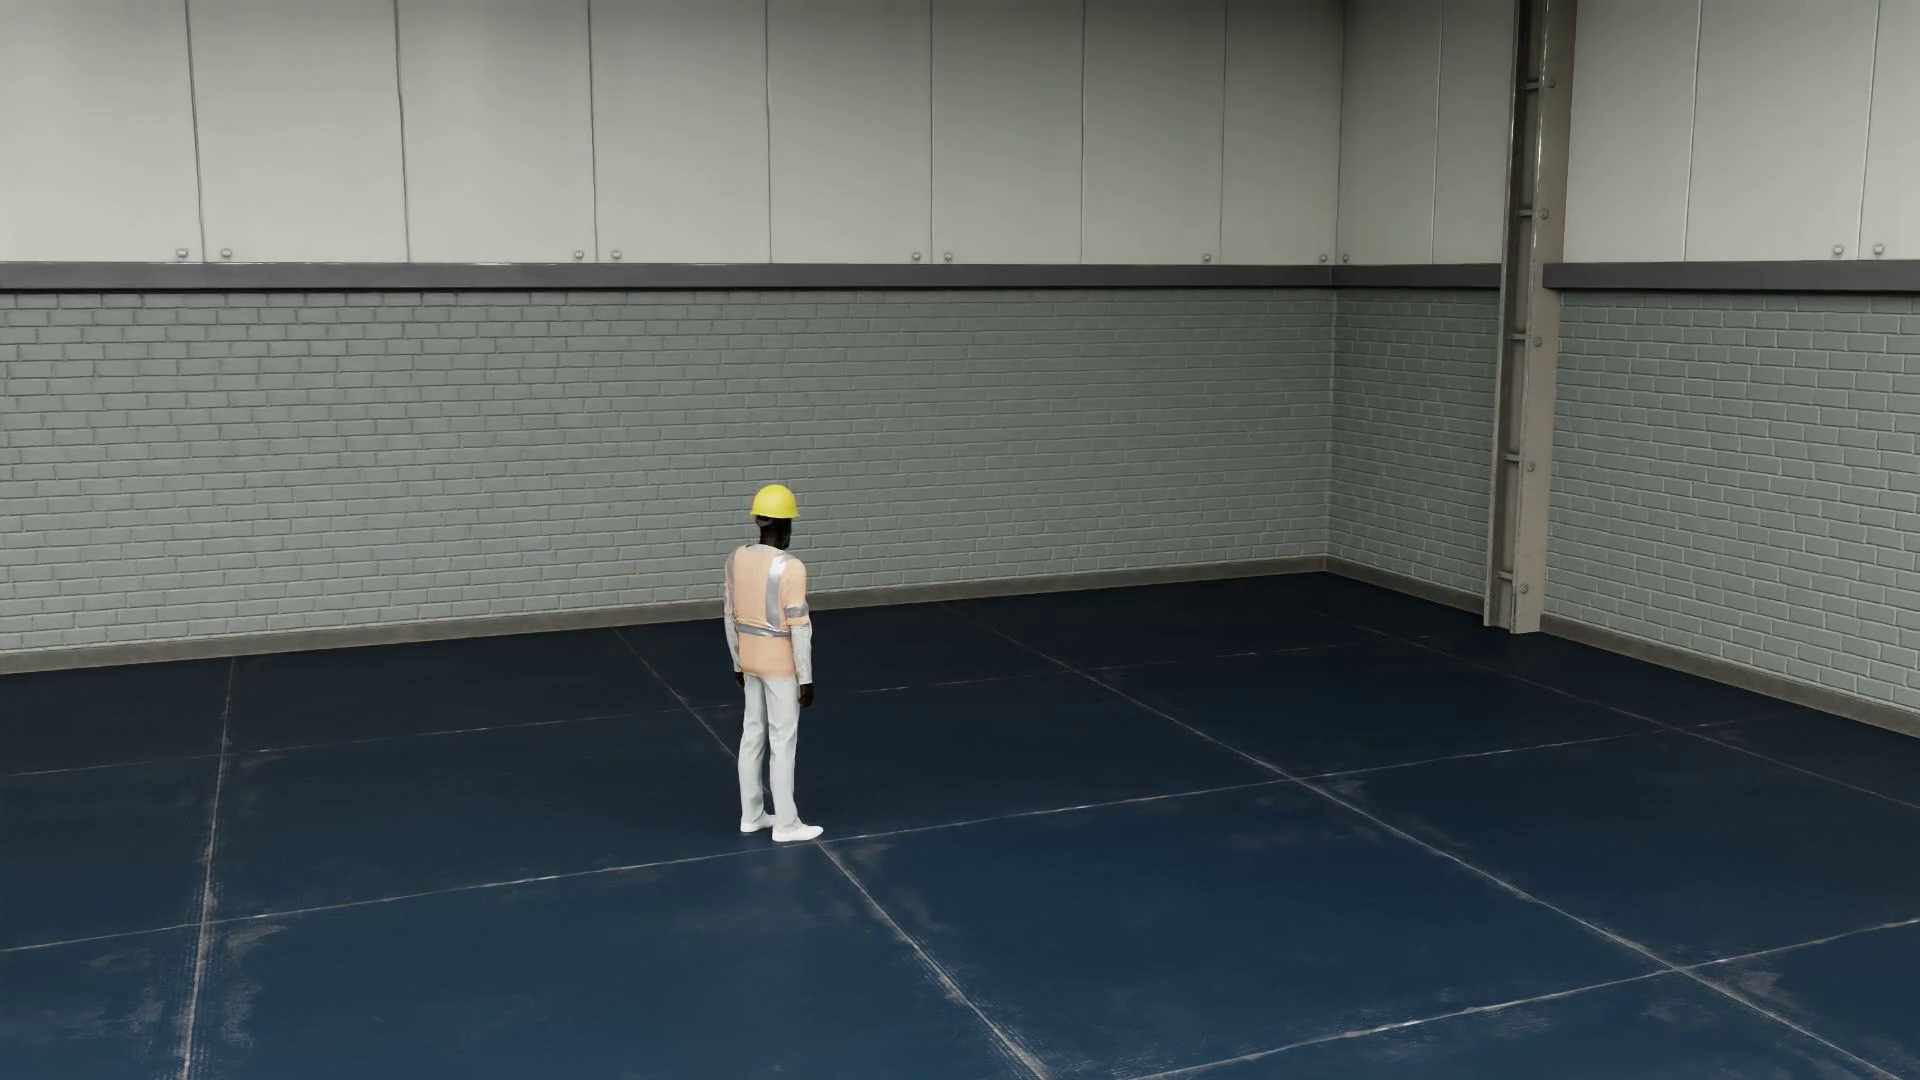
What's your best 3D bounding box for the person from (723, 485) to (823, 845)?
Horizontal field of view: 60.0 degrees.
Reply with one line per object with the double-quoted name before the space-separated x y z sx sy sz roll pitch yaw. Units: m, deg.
"person" -0.996 0.662 8.922 0.595 1.923 0.377 8 12 40
